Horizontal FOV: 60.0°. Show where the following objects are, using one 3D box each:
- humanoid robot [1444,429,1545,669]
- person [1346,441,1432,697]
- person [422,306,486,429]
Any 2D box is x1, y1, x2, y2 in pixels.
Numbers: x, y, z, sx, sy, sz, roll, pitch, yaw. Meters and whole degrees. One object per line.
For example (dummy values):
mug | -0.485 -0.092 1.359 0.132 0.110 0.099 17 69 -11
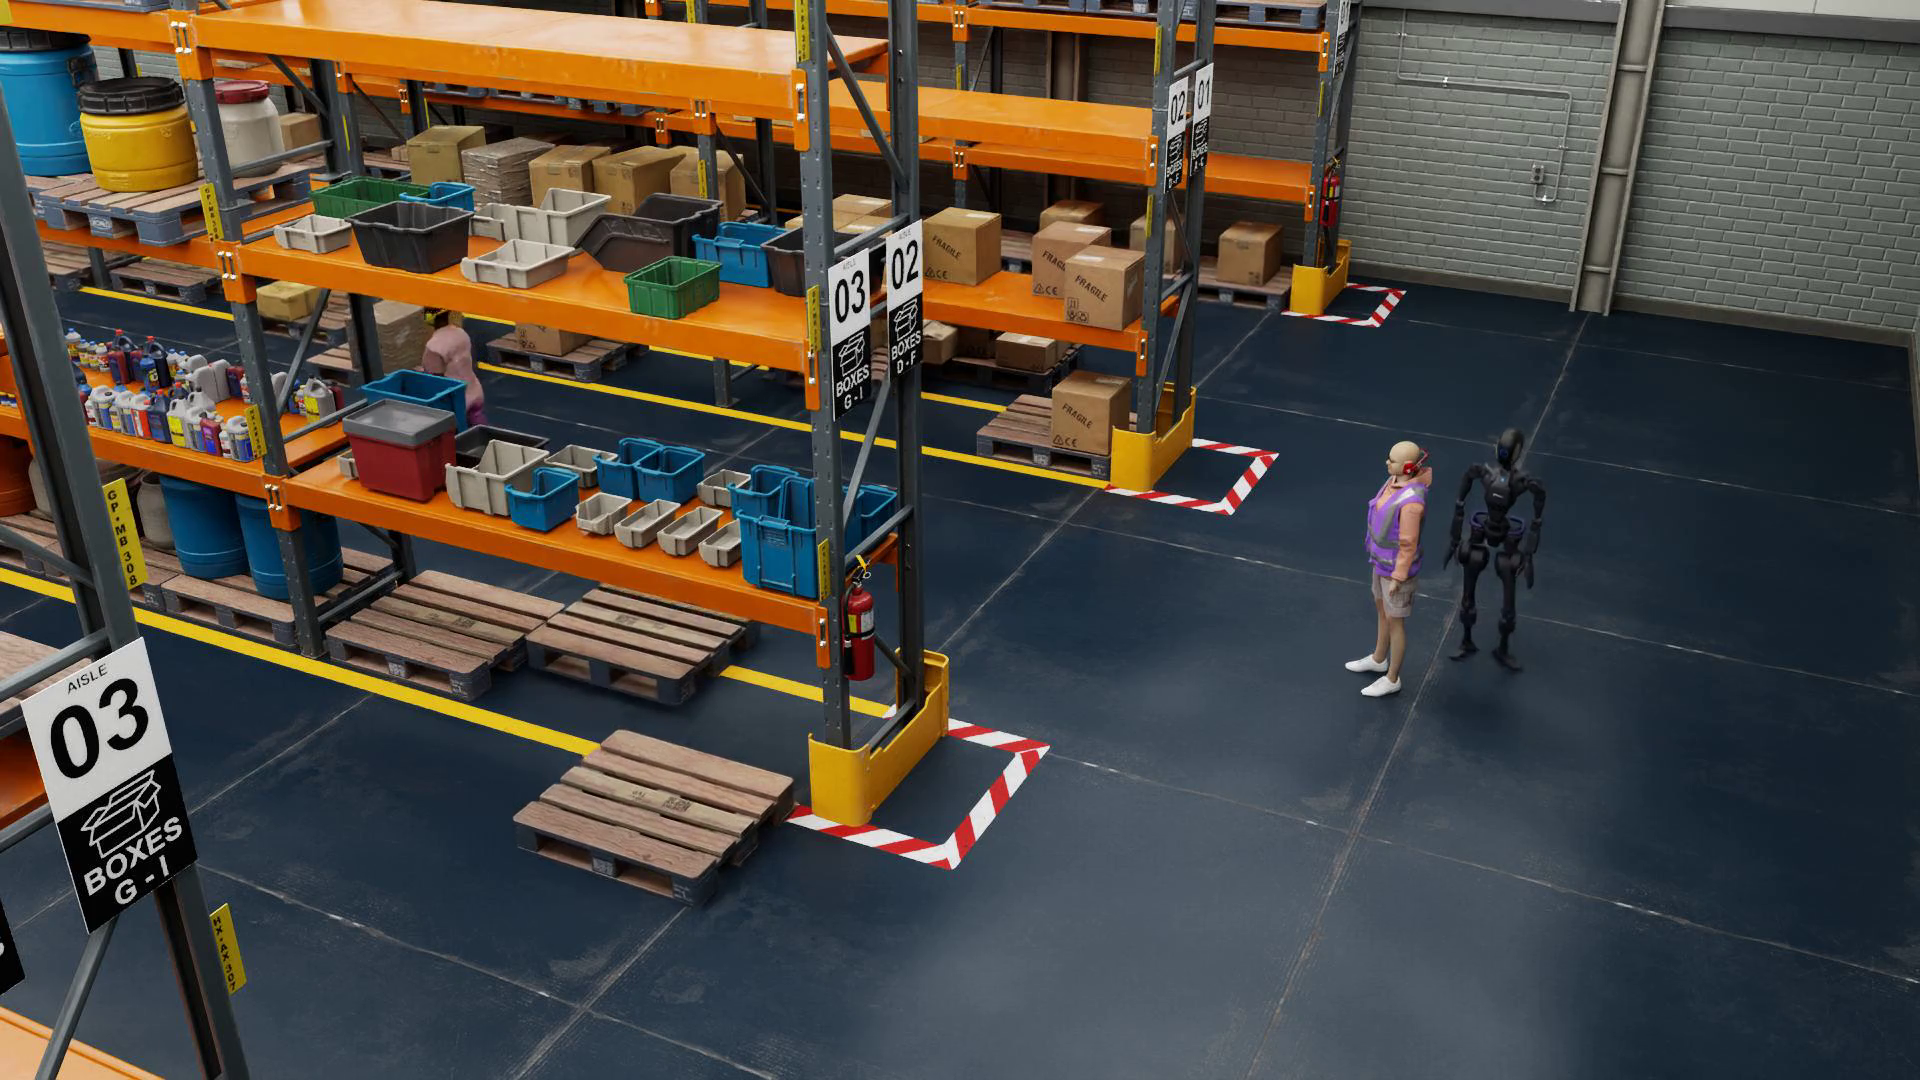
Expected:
humanoid robot | 3.405 0.046 10.619 0.584 1.641 0.331 13 29 25
person | 2.696 0.170 10.351 0.350 1.694 0.481 -2 26 -3
person | -3.943 -1.041 12.727 0.907 1.759 0.535 11 28 21
